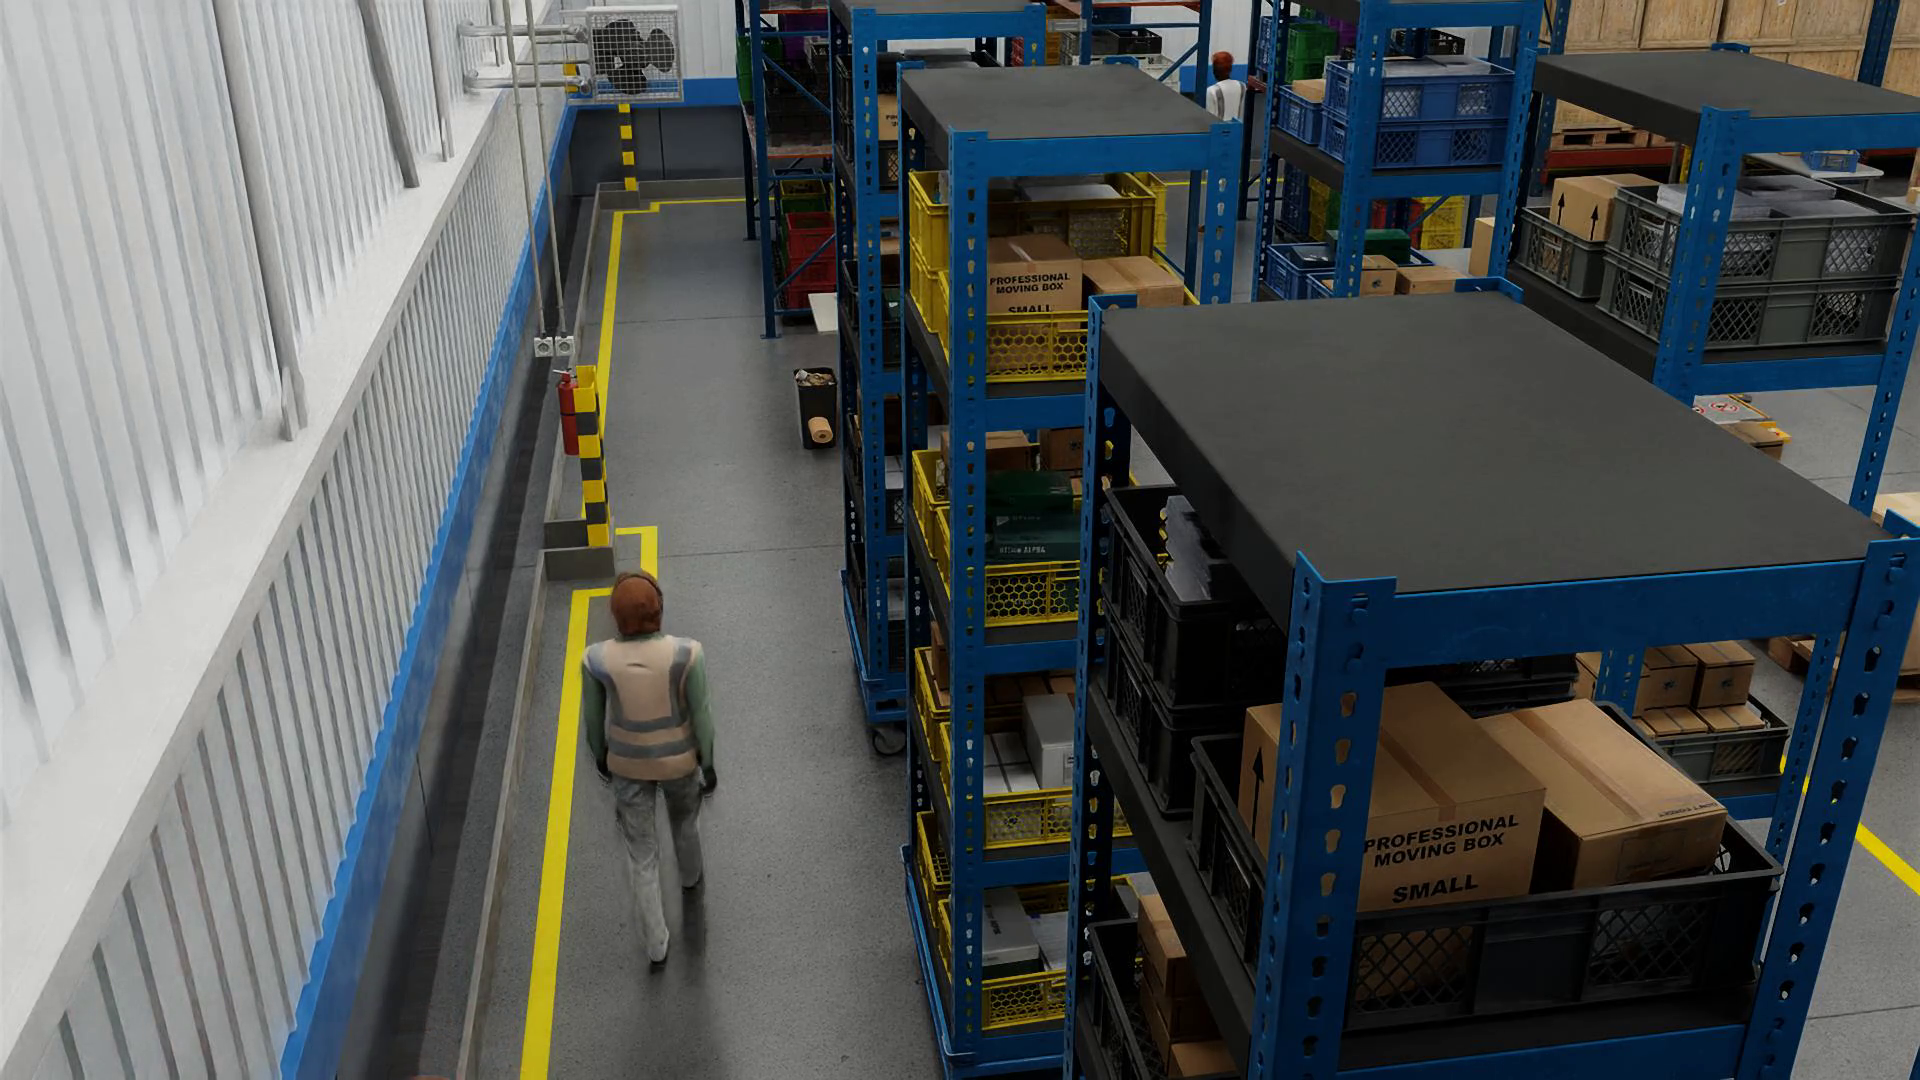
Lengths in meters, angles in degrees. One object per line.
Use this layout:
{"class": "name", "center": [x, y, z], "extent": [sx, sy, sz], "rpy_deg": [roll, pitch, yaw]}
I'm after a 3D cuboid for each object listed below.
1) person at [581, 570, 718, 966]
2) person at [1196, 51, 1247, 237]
{"class": "person", "center": [-1.248, 0.873, 6.779], "extent": [0.523, 1.590, 0.817], "rpy_deg": [-2, 25, -4]}
{"class": "person", "center": [2.697, -4.106, 17.281], "extent": [0.573, 1.880, 0.356], "rpy_deg": [-19, 31, -36]}
